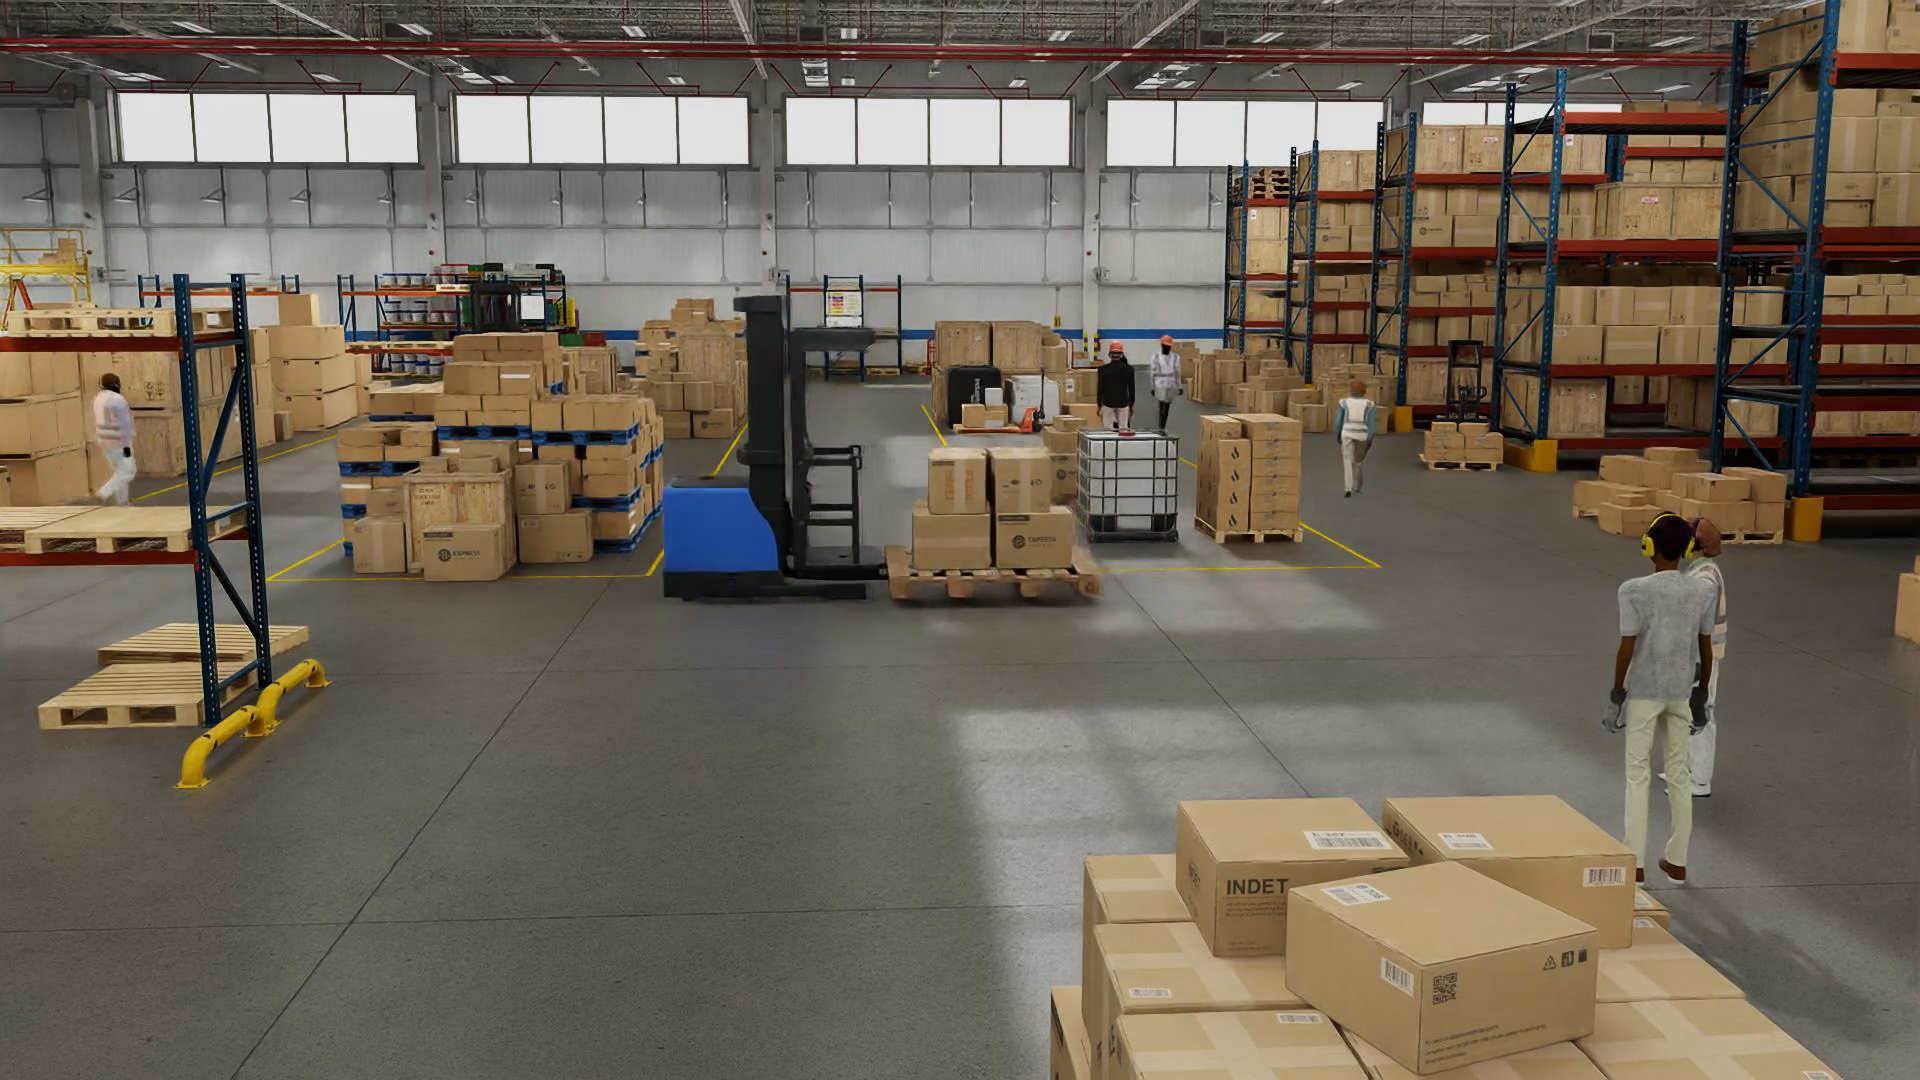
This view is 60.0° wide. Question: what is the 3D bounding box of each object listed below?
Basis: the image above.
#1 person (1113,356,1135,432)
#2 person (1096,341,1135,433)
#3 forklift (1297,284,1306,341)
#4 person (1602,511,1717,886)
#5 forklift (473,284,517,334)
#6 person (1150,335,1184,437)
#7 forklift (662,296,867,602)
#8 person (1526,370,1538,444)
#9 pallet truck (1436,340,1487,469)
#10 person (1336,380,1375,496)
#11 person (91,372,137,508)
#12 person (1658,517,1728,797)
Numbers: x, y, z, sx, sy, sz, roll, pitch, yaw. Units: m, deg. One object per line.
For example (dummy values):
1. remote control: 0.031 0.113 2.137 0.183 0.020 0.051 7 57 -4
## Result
1. person: 2.675 -2.235 27.768 0.535 1.697 0.318 -5 11 -31
2. person: 2.444 -2.130 26.171 0.624 1.993 0.385 -1 9 -8
3. forklift: 8.900 -5.205 42.716 1.873 2.768 1.129 -1 9 -4
4. person: 3.456 0.787 8.252 0.536 1.869 0.313 -1 9 -4
5. forklift: -10.309 -4.309 37.087 1.129 2.768 1.873 -2 9 -14
6. person: 3.880 -2.866 31.069 0.547 1.902 0.840 -2 9 -13
7. forklift: -1.833 -0.887 15.603 1.873 2.768 1.129 -1 9 -4
8. person: 10.535 -2.596 29.664 0.688 1.833 0.701 5 10 29
9. pallet truck: 8.004 -2.170 26.422 0.823 1.965 1.885 2 9 14
10. person: 5.440 -1.408 22.901 0.506 1.593 0.886 2 9 12
11. person: -10.643 -1.191 20.860 0.640 1.811 0.554 7 12 39
12. person: 4.281 0.679 9.666 0.314 1.636 0.515 3 10 20
